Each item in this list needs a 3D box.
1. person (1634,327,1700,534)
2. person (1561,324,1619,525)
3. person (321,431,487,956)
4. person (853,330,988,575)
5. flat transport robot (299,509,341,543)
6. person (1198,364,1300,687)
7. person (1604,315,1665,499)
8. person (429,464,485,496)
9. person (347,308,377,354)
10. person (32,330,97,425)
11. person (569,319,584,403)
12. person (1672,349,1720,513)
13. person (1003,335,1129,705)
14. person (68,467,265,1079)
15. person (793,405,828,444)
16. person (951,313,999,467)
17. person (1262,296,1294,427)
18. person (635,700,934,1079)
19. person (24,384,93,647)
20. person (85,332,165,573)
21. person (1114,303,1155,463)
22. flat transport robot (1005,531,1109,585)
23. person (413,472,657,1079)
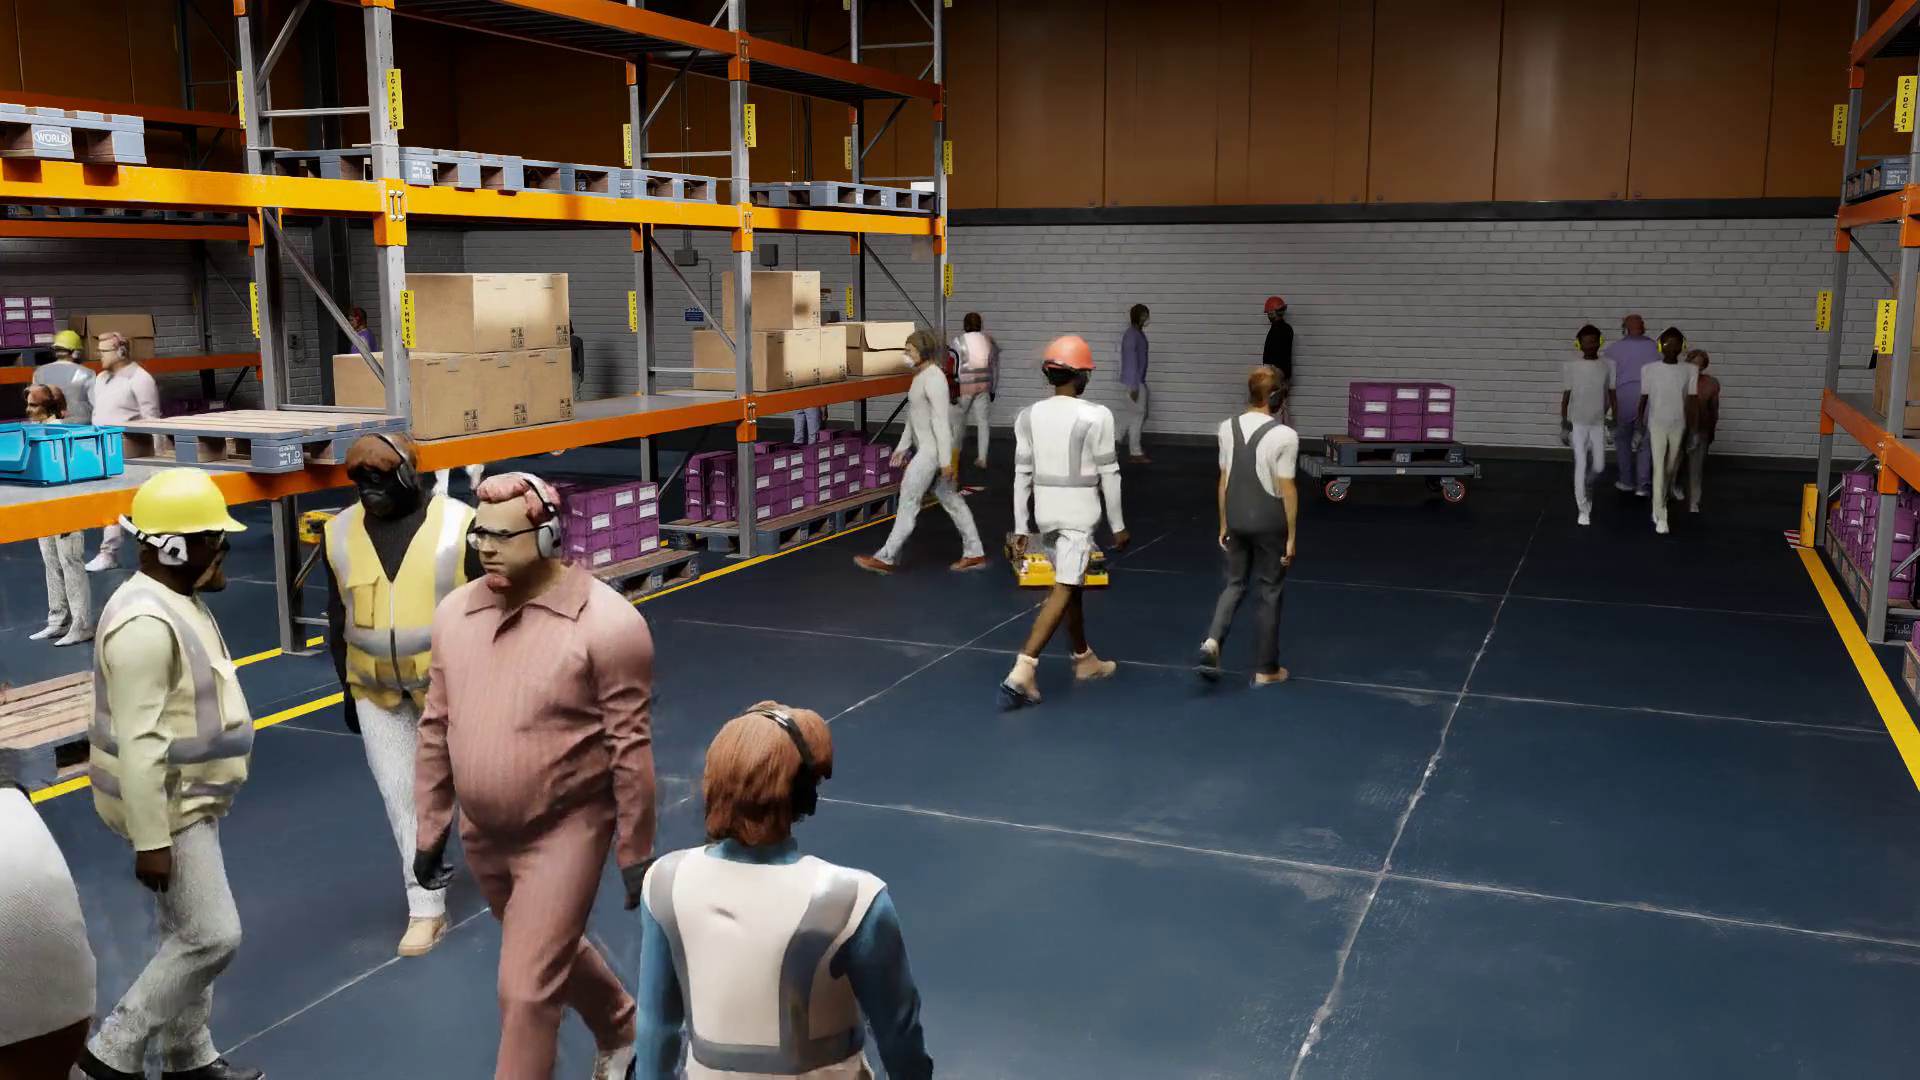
[{"bbox_3d":[6.394,-1.008,15.017,0.535,1.832,0.953,2,10,13],"label":"person"},{"bbox_3d":[5.798,-1.072,15.374,0.519,1.845,0.602,2,9,9],"label":"person"},{"bbox_3d":[-1.911,0.496,5.942,0.651,1.809,0.751,0,9,-1],"label":"person"},{"bbox_3d":[-0.269,-0.658,12.738,1.062,1.885,0.631,-1,9,-4],"label":"person"},{"bbox_3d":[-5.153,-0.179,14.675,1.431,0.197,0.652,-9,13,-44],"label":"flat transport robot"},{"bbox_3d":[1.619,-0.056,9.204,0.534,1.832,0.633,8,12,41],"label":"person"},{"bbox_3d":[6.963,-1.376,17.127,0.745,1.846,0.887,2,10,13],"label":"person"},{"bbox_3d":[-5.175,-1.323,16.814,0.648,1.865,0.578,-7,12,-36],"label":"person"},{"bbox_3d":[-7.550,-2.027,21.140,0.390,1.838,0.563,-3,10,-19],"label":"person"},{"bbox_3d":[-8.118,-1.020,15.218,0.613,1.784,0.943,1,9,5],"label":"person"},{"bbox_3d":[-5.634,-2.372,23.848,0.506,1.632,0.268,-5,11,-29],"label":"person"},{"bbox_3d":[7.123,-1.090,16.242,0.492,1.580,0.825,3,10,17],"label":"person"},{"bbox_3d":[0.543,-0.119,9.117,0.603,2.008,1.034,9,13,42],"label":"person"},{"bbox_3d":[-2.161,0.713,4.571,0.462,1.824,0.632,-3,10,-16],"label":"person"},{"bbox_3d":[-1.598,-1.424,17.704,0.528,1.768,0.313,8,12,40],"label":"person"},{"bbox_3d":[0.113,-1.785,19.756,0.666,1.808,0.853,-4,10,-23],"label":"person"},{"bbox_3d":[3.941,-2.039,20.767,0.393,1.985,0.611,5,11,30],"label":"person"},{"bbox_3d":[-0.318,1.082,3.047,0.508,1.591,0.878,5,11,29],"label":"person"},{"bbox_3d":[-5.664,-0.158,10.418,0.513,1.639,0.307,7,12,37],"label":"person"},{"bbox_3d":[-6.576,-0.722,13.176,0.646,1.864,0.987,6,11,33],"label":"person"},{"bbox_3d":[2.075,-1.876,19.972,0.514,1.921,0.645,2,10,13],"label":"person"},{"bbox_3d":[0.724,0.127,12.823,0.652,0.197,1.431,-1,9,-3],"label":"flat transport robot"},{"bbox_3d":[-1.095,0.734,4.343,0.657,1.865,0.980,4,10,25],"label":"person"}]
